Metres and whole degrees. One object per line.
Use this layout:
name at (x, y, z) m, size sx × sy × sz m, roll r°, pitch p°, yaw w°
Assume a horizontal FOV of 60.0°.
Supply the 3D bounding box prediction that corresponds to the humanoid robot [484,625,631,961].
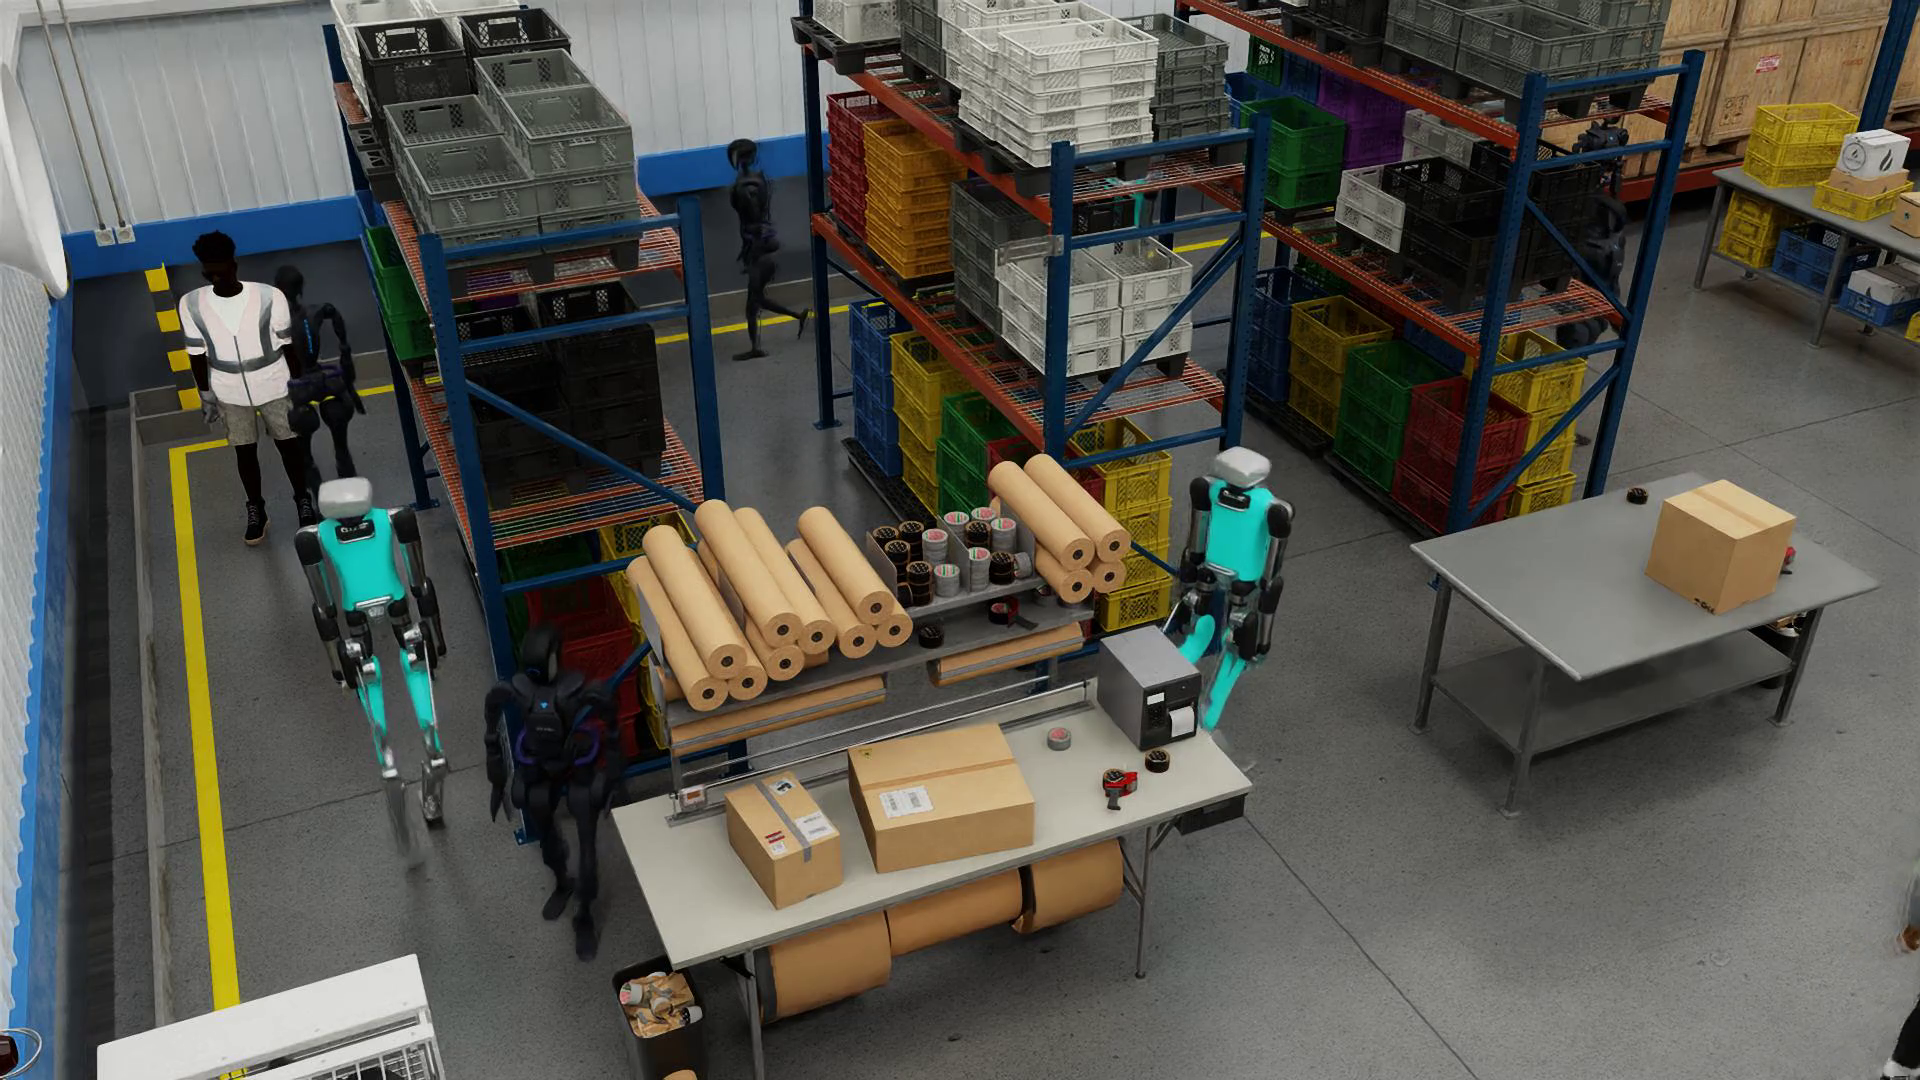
humanoid robot at (-1.698, 1.021, 6.979) m, size 0.610 × 1.628 × 0.592 m, roll -2°, pitch 32°, yaw -3°

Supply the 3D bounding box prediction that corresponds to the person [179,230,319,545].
person at (-4.170, -0.887, 9.794) m, size 0.611 × 1.963 × 0.362 m, roll -8°, pitch 33°, yaw -13°

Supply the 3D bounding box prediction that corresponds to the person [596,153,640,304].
person at (-2.521, -2.100, 11.711) m, size 0.637 × 2.014 × 0.580 m, roll -22°, pitch 38°, yaw -31°

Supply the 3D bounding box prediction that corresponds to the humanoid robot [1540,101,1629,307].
humanoid robot at (4.872, -2.635, 12.890) m, size 0.599 × 1.659 × 0.315 m, roll -13°, pitch 34°, yaw -20°

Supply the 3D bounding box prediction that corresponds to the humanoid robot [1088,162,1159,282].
humanoid robot at (1.023, -1.985, 11.856) m, size 0.532 × 1.846 × 0.828 m, roll -7°, pitch 32°, yaw -11°

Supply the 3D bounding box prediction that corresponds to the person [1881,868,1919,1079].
person at (3.820, 1.469, 6.091) m, size 0.438 × 1.837 × 0.592 m, roll -15°, pitch 35°, yaw -23°

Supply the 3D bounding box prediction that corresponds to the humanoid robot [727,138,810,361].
humanoid robot at (-1.406, -2.106, 12.062) m, size 0.586 × 1.639 × 0.604 m, roll -9°, pitch 33°, yaw -14°

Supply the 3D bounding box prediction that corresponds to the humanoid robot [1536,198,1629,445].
humanoid robot at (4.160, -1.466, 11.029) m, size 0.600 × 1.649 × 0.599 m, roll -24°, pitch 39°, yaw -33°

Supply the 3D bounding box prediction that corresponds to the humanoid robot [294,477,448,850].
humanoid robot at (-2.579, 0.681, 7.569) m, size 0.546 × 1.890 × 0.789 m, roll -12°, pitch 34°, yaw -19°

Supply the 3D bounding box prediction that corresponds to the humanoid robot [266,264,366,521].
humanoid robot at (-3.887, -0.844, 10.000) m, size 0.599 × 1.647 × 0.376 m, roll -25°, pitch 39°, yaw -34°

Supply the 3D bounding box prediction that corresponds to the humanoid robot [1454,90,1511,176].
humanoid robot at (3.969, -2.466, 12.588) m, size 0.560 × 1.745 × 1.018 m, roll -6°, pitch 32°, yaw -10°

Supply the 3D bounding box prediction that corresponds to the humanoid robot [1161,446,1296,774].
humanoid robot at (1.122, 0.485, 7.787) m, size 0.556 × 1.768 × 0.821 m, roll 25°, pitch 39°, yaw 34°

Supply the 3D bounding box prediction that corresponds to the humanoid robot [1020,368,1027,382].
humanoid robot at (0.294, -1.949, 11.740) m, size 0.531 × 1.724 × 1.018 m, roll -16°, pitch 35°, yaw -24°
